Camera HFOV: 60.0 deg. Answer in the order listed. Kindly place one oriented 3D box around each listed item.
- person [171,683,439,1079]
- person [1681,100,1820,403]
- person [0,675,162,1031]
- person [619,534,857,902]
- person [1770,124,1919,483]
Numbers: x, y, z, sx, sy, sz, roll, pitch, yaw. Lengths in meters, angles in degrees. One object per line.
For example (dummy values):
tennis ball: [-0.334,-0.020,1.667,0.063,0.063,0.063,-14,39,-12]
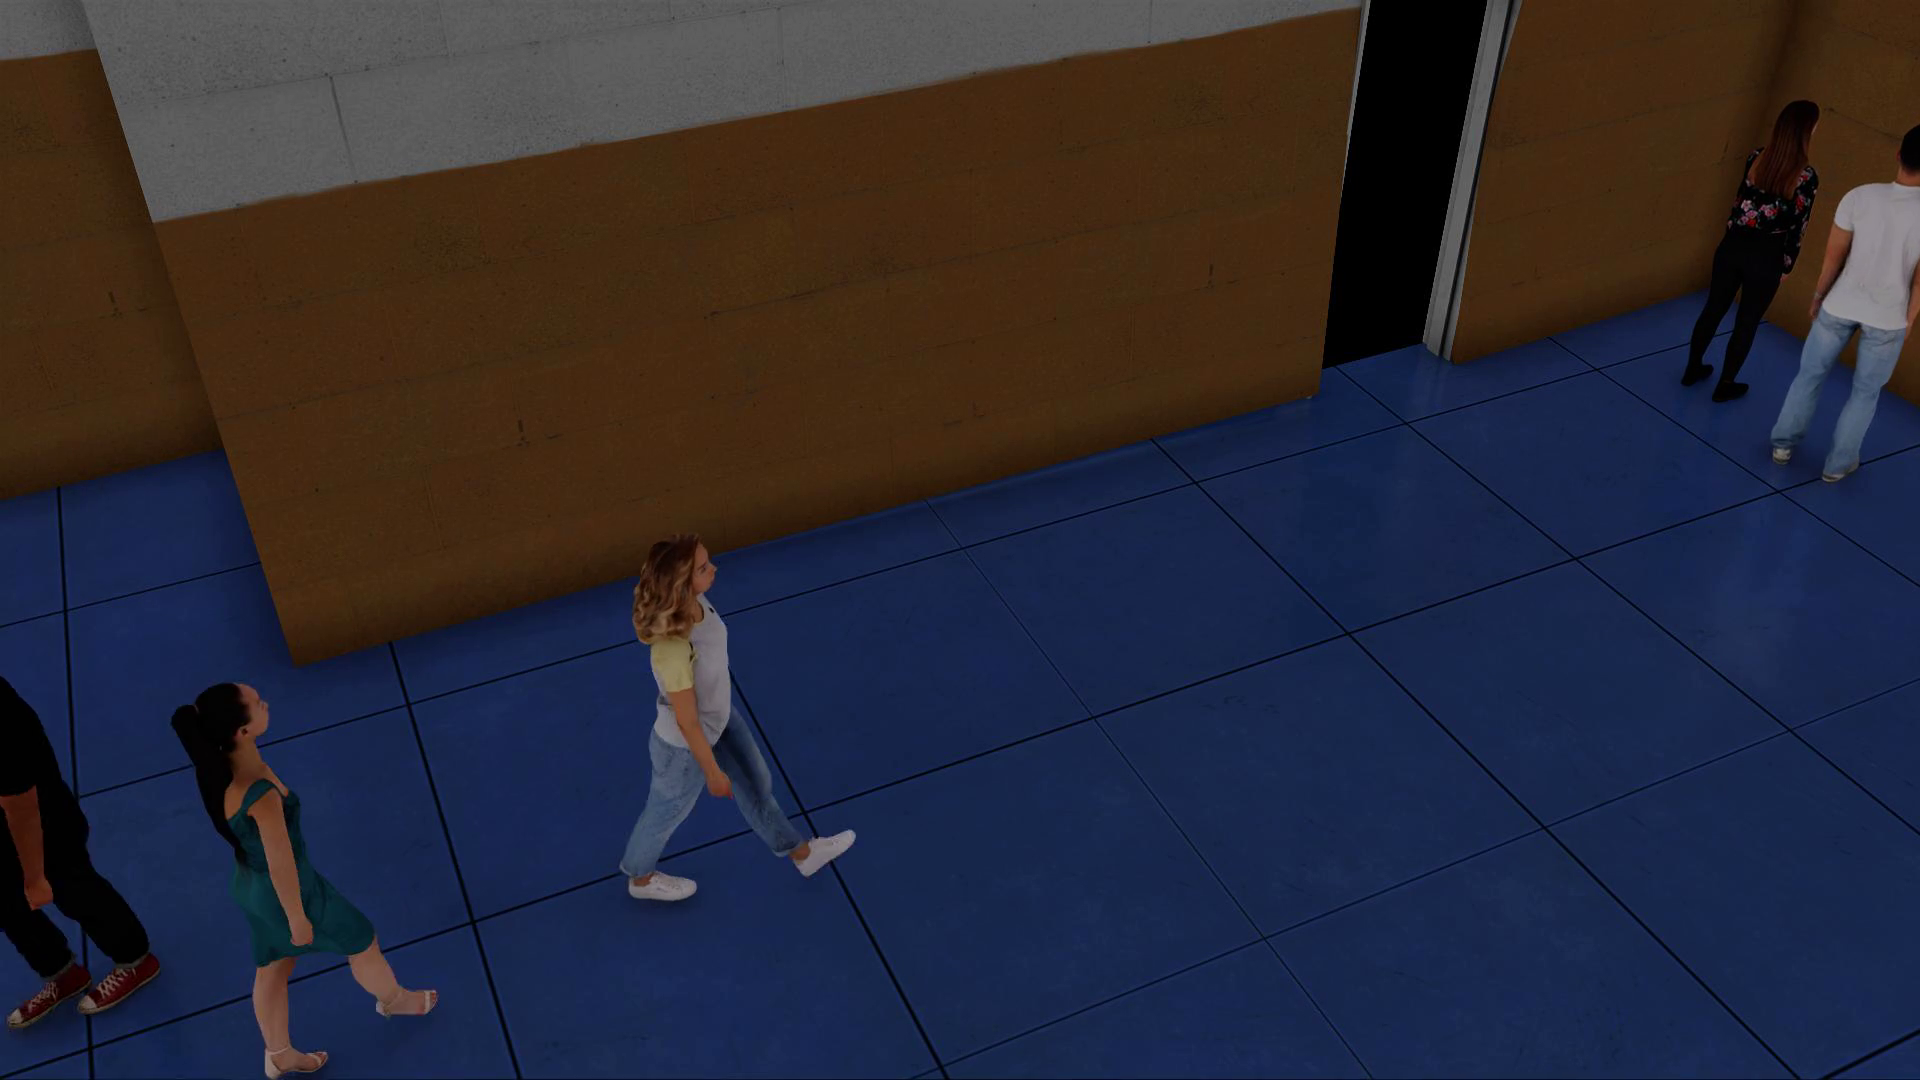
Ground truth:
person: [-2.216,1.167,5.262,0.854,1.659,0.813,30,46,34]
person: [4.211,-1.528,8.831,0.665,1.684,0.510,-24,43,-29]
person: [-3.013,0.910,5.531,0.798,1.746,0.864,26,44,30]
person: [-1.035,0.700,5.855,0.980,1.678,1.145,-3,37,-4]
person: [4.448,-1.144,8.173,0.647,1.860,0.805,29,45,32]
